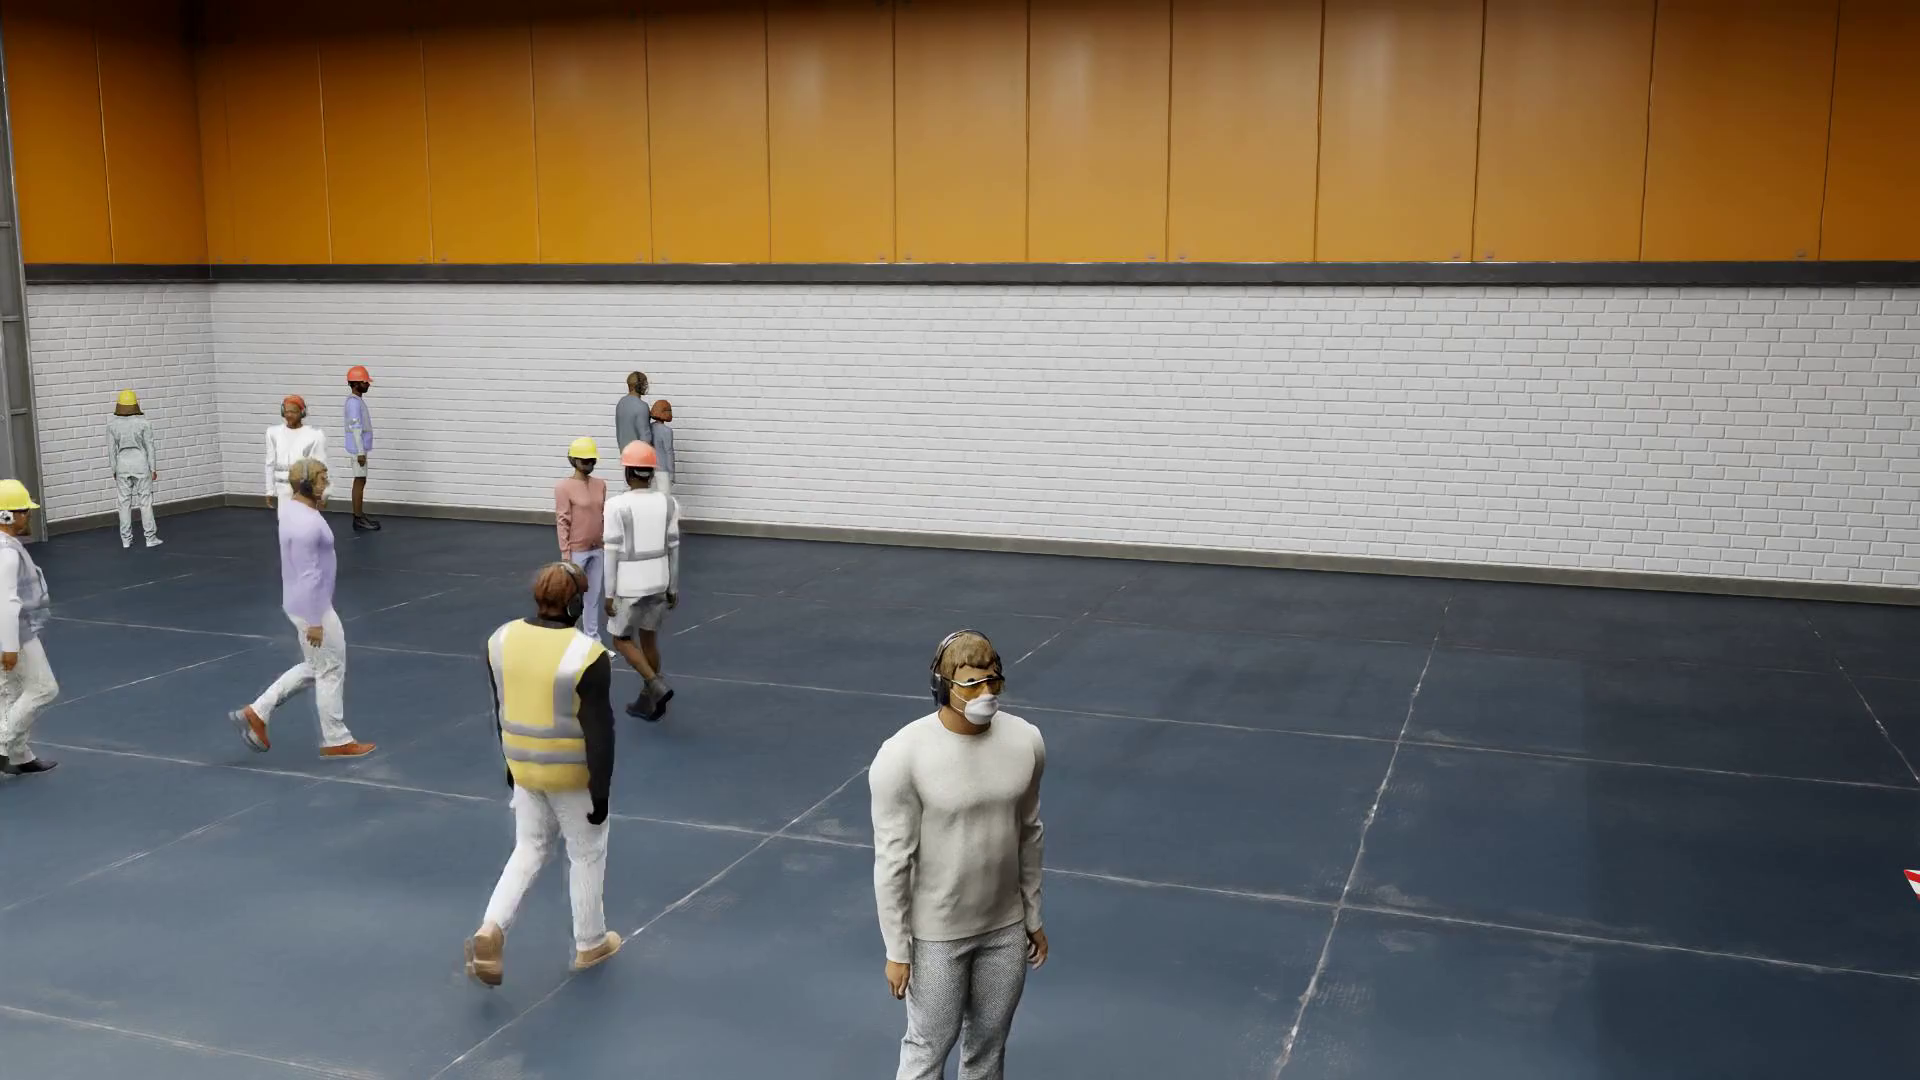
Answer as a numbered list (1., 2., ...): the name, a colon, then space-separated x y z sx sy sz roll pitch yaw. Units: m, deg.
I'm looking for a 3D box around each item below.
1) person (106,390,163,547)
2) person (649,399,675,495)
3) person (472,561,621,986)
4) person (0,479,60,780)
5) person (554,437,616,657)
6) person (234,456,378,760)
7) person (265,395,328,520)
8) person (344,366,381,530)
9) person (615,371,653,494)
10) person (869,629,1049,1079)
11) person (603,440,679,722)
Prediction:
1. person: -9.126 -0.787 18.368 0.487 1.746 0.287 -2 9 -10
2. person: -3.330 -0.754 18.536 0.279 1.624 0.494 -8 12 -41
3. person: -1.744 0.999 7.057 0.640 1.824 0.706 4 10 24
4. person: -5.632 0.545 9.887 0.418 1.818 0.595 -8 12 -41
5. person: -2.916 0.078 12.943 0.311 1.767 0.525 5 11 30
6. person: -4.066 0.438 10.239 0.737 1.919 0.633 -4 10 -23
7. person: -6.422 -0.496 16.188 0.577 1.861 0.731 0 9 2
8. person: -7.047 -1.080 19.586 0.356 1.937 0.552 -3 10 -20
9. person: -3.613 -0.918 18.579 0.353 1.937 0.635 -7 12 -38
10. person: 0.017 1.230 5.253 0.629 1.940 0.372 -6 11 -35
11. person: -2.100 0.297 11.102 0.556 1.917 0.601 -8 12 -40
